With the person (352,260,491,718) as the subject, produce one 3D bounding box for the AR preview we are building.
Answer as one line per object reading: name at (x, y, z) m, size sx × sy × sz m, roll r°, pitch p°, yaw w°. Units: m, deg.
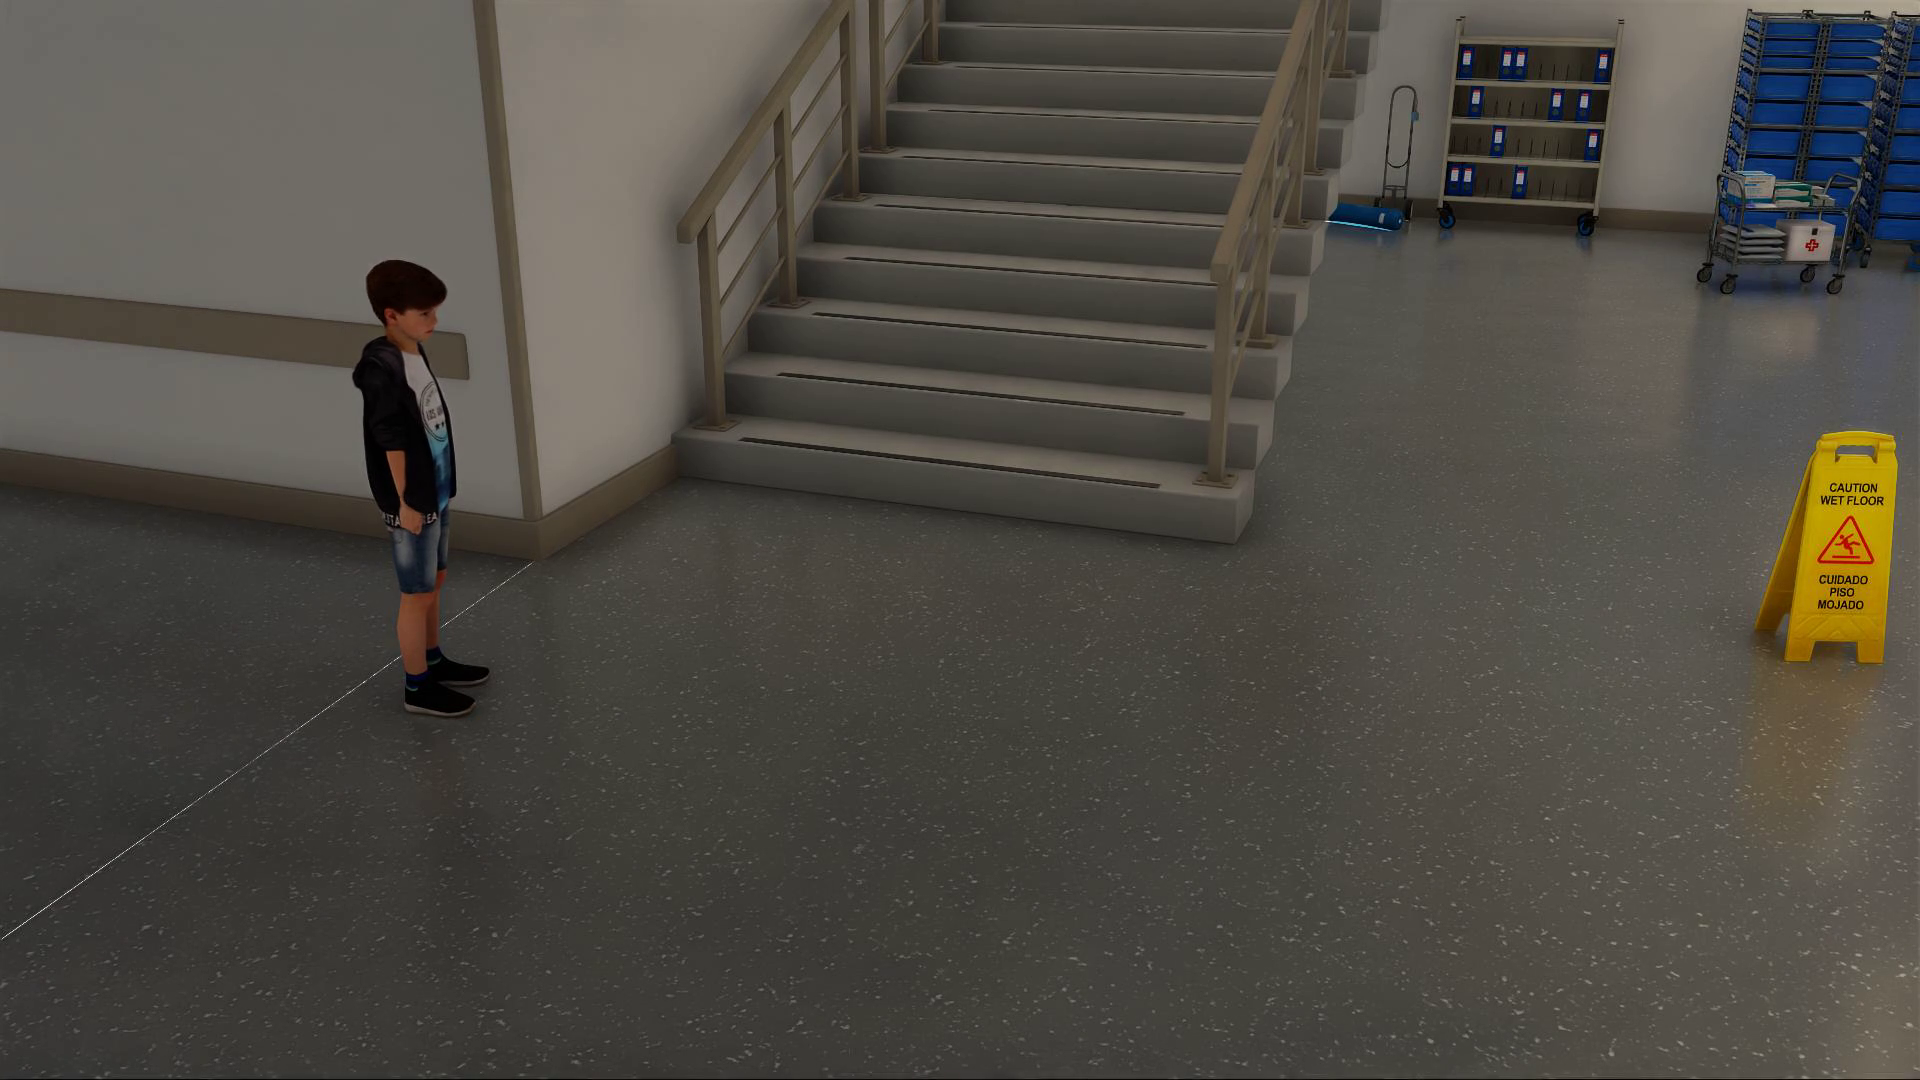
person at (-1.722, -0.165, 5.260) m, size 0.671 × 1.450 × 0.568 m, roll -1°, pitch 21°, yaw -2°
